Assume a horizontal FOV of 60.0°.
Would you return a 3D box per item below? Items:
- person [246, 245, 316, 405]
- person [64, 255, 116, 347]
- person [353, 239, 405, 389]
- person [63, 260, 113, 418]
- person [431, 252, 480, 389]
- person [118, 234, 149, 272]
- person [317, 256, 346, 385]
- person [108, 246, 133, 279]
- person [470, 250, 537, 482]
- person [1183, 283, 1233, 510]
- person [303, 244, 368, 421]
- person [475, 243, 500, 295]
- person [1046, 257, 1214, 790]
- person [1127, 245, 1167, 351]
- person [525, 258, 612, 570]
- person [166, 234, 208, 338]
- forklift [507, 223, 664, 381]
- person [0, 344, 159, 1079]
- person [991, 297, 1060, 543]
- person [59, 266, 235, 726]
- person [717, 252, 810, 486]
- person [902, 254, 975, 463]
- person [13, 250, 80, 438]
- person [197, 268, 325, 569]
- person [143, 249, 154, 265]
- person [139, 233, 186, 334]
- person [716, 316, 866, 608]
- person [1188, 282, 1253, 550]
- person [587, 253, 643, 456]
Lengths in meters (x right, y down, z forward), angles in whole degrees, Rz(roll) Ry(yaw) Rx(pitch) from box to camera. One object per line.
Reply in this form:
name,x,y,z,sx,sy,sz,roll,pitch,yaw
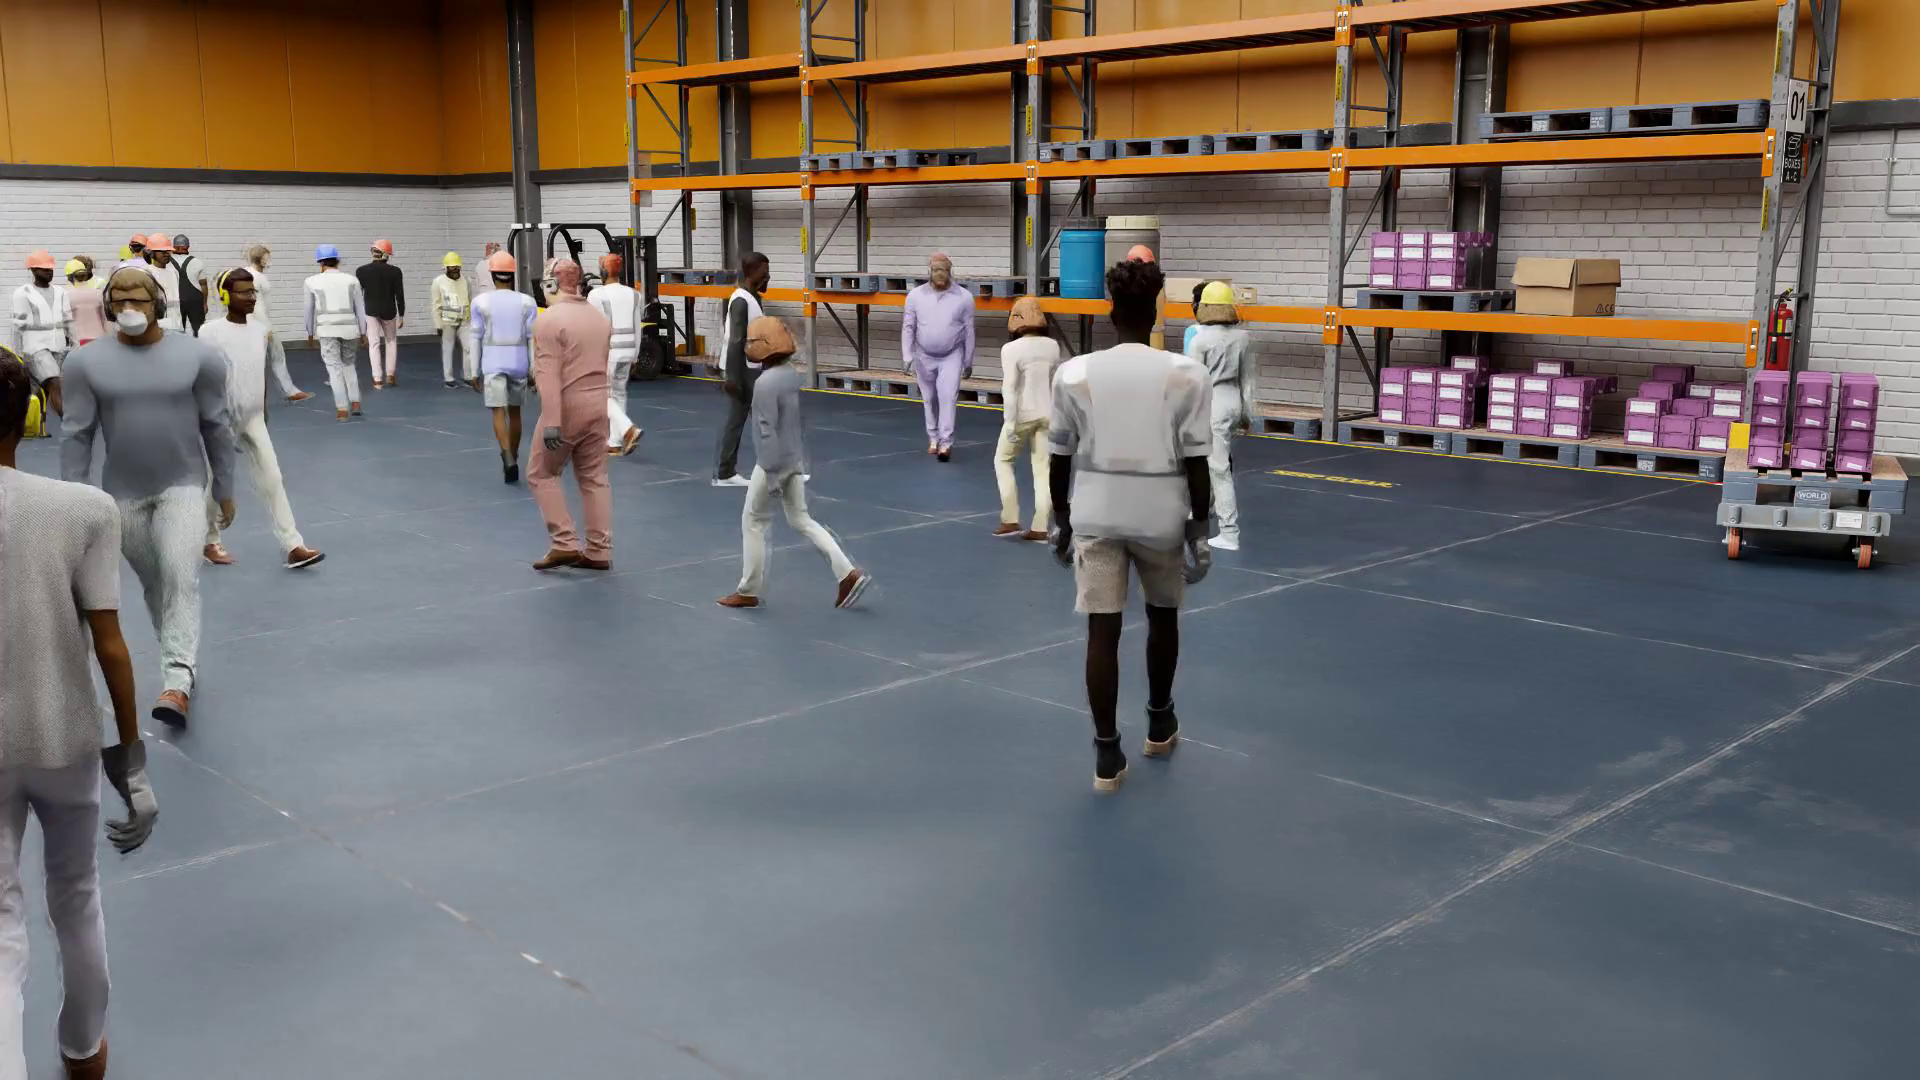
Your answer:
person,-8.088,-2.494,19.524,0.963,1.894,0.662,-2,11,-13
person,-10.246,-2.432,19.501,0.639,1.792,0.937,5,11,24
person,-7.733,-3.006,22.139,0.652,1.955,0.662,-3,11,-18
person,-9.547,-2.166,18.106,0.550,1.754,0.455,-10,14,-42
person,-6.625,-2.871,21.859,0.607,1.796,0.702,-10,14,-44
person,-11.693,-3.356,23.866,0.605,2.034,0.392,-2,11,-13
person,-8.510,-3.027,22.629,0.404,1.827,0.600,0,10,-1
person,-13.056,-3.684,26.181,0.593,1.839,1.046,-2,11,-11
person,-3.764,-1.444,13.793,0.552,1.904,0.929,-4,11,-22
person,1.737,-1.057,12.296,0.555,1.665,0.774,-9,14,-41
person,-6.839,-2.265,18.217,0.616,1.918,0.560,-8,13,-37
person,-7.573,-3.870,27.036,0.643,1.902,0.400,9,14,41
person,0.650,-0.089,6.298,0.627,1.929,0.879,2,11,11
person,1.627,-1.657,14.877,0.376,1.933,0.545,6,12,30
person,-2.364,-0.737,10.005,0.527,1.884,0.686,5,11,25
person,-11.894,-3.667,25.538,0.683,2.000,0.536,-3,11,-17
forklift,-5.316,-3.263,22.920,2.313,2.155,1.214,-10,14,-44
person,-2.042,0.481,3.559,0.546,1.821,0.981,-6,12,-29
person,0.424,-0.795,11.022,0.517,1.615,0.544,-7,12,-33
person,-3.387,-0.178,6.924,0.648,1.884,1.013,-3,11,-15
person,-1.570,-1.352,13.338,0.888,1.880,0.611,0,10,2
person,-0.194,-1.648,15.063,0.641,1.852,1.043,1,10,7
person,-8.991,-1.910,16.406,1.037,1.881,0.560,5,11,23
person,-4.339,-0.722,10.076,0.994,1.823,0.496,6,12,32
person,-10.613,-2.938,22.018,0.326,1.876,0.518,-8,13,-36
person,-8.843,-2.383,18.529,0.384,2.041,0.615,2,11,12
person,-0.923,-0.403,8.935,0.781,1.604,0.510,3,11,17
person,1.600,-0.823,10.897,0.508,1.709,0.798,-8,13,-36
person,-3.110,-1.659,15.074,0.672,1.871,0.598,9,14,40
